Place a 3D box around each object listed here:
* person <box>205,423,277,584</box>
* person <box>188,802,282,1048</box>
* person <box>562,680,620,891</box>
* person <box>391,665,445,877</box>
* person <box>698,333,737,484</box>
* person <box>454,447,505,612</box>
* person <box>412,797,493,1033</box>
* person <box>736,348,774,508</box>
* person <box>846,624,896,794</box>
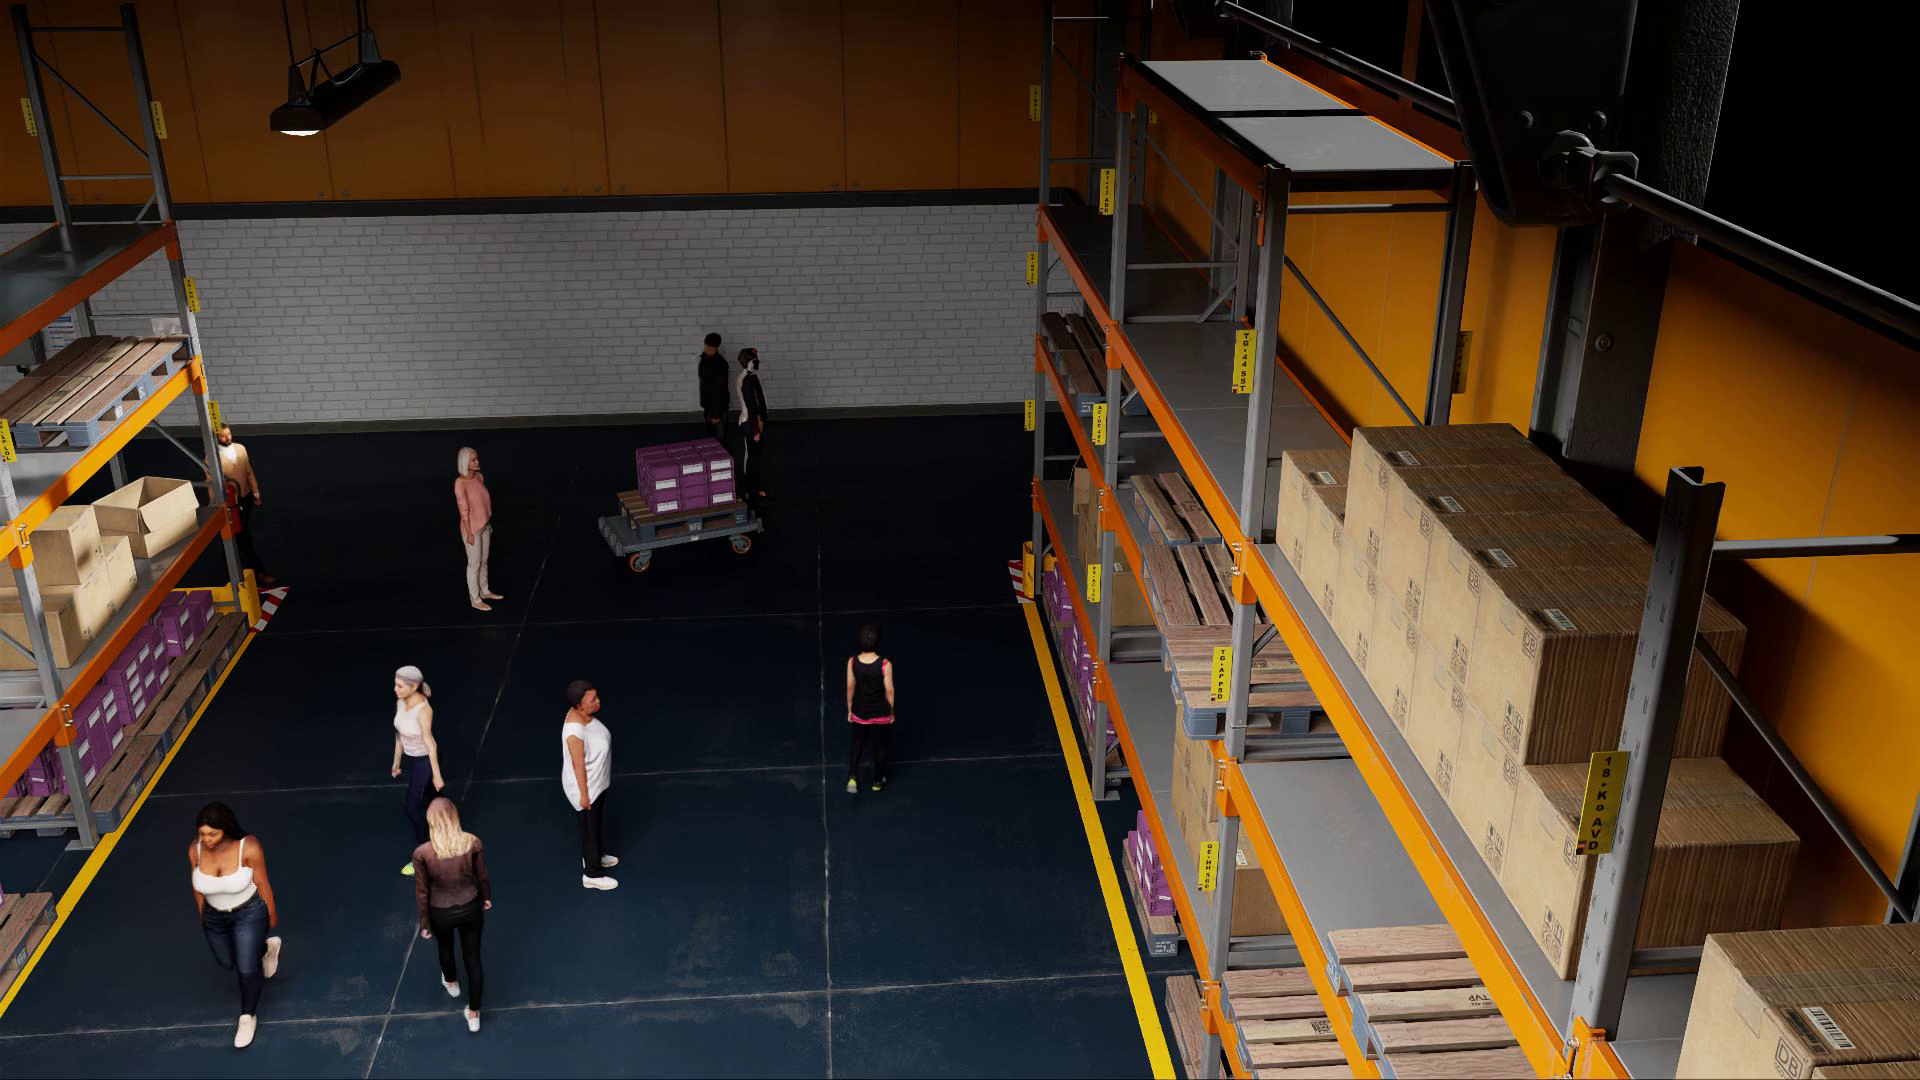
[{"bbox_3d":[-7.696,-0.412,17.558,1.117,1.719,1.178,12,26,26],"label":"person"},{"bbox_3d":[-4.733,2.429,10.983,0.712,1.778,1.044,1,24,2],"label":"person"},{"bbox_3d":[-2.789,1.807,12.521,0.700,1.687,0.533,-2,24,-5],"label":"person"},{"bbox_3d":[-4.033,1.690,12.791,0.865,1.685,0.837,-17,29,-33],"label":"person"},{"bbox_3d":[-2.963,-1.660,20.185,0.977,1.901,0.718,-5,24,-10],"label":"person"},{"bbox_3d":[-4.936,-0.141,16.929,0.720,1.726,0.566,5,24,12],"label":"person"},{"bbox_3d":[-3.299,2.504,10.934,0.808,1.681,0.974,-10,26,-22],"label":"person"},{"bbox_3d":[-2.433,-1.335,19.452,0.756,1.893,0.552,-5,24,-10],"label":"person"},{"bbox_3d":[-0.748,1.420,13.594,0.689,1.537,0.848,6,24,13],"label":"person"}]
